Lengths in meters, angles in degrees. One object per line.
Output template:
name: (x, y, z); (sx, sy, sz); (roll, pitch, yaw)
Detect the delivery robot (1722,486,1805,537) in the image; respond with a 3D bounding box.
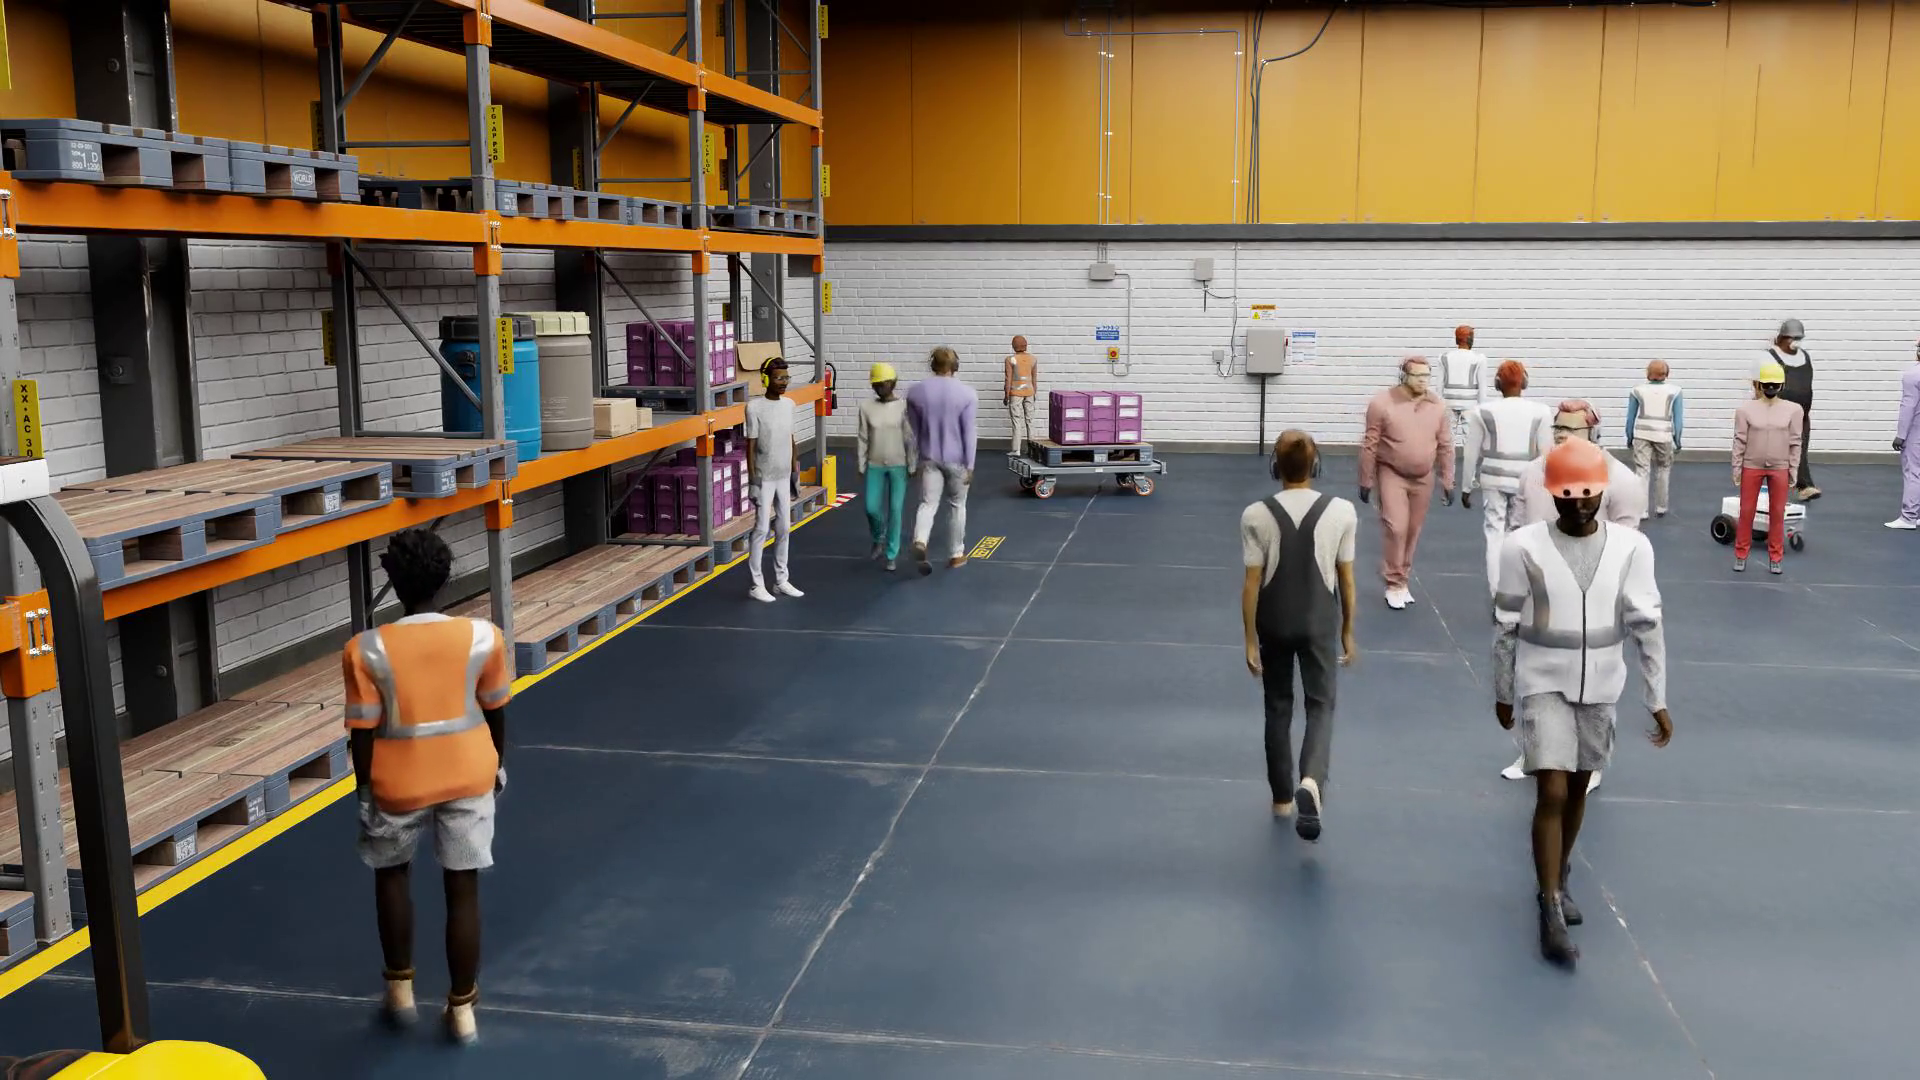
delivery robot: (7.273, -0.249, 15.062); (0.477, 0.478, 0.707); (-3, 10, -21)

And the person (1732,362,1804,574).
person: (6.664, -0.590, 13.762); (0.518, 1.756, 0.348); (4, 10, 21)

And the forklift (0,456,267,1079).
forklift: (-2.328, 0.975, 2.765); (2.313, 2.155, 1.214); (1, 9, 9)

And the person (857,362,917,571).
person: (-0.603, -0.622, 13.981); (0.553, 1.753, 0.399); (2, 9, 11)

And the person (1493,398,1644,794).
person: (2.933, 0.264, 8.045); (0.403, 1.907, 0.667); (-6, 11, -35)

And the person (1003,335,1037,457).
person: (0.816, -1.935, 22.429); (0.515, 1.636, 0.314); (-5, 11, -29)

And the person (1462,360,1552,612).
person: (4.039, -0.403, 12.318); (0.600, 1.855, 0.814); (2, 9, 11)

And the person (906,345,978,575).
person: (-0.165, -0.659, 13.755); (0.630, 1.905, 0.889); (3, 10, 16)

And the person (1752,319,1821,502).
person: (9.036, -1.452, 18.203); (0.701, 2.000, 1.032); (-1, 9, -6)

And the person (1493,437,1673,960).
person: (2.292, 0.577, 6.139); (0.566, 1.897, 0.855); (0, 9, 3)

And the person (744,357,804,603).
person: (-1.418, -0.460, 12.655); (0.320, 1.861, 0.515); (8, 12, 40)

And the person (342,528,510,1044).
person: (-1.740, 0.795, 5.474); (0.542, 1.681, 0.554); (-4, 10, -26)

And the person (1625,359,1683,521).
person: (7.034, -1.021, 16.847); (0.545, 1.602, 0.782); (5, 10, 28)

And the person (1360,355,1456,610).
person: (3.356, -0.425, 12.358); (0.670, 1.878, 0.723); (-2, 9, -10)

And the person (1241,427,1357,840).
person: (1.486, 0.419, 7.343); (0.518, 1.823, 0.741); (2, 9, 13)

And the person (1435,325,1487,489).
person: (5.755, -1.520, 19.116); (0.575, 1.881, 0.356); (6, 11, 32)

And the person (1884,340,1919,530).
person: (9.314, -1.048, 16.112); (0.641, 1.913, 0.407); (-3, 10, -19)
